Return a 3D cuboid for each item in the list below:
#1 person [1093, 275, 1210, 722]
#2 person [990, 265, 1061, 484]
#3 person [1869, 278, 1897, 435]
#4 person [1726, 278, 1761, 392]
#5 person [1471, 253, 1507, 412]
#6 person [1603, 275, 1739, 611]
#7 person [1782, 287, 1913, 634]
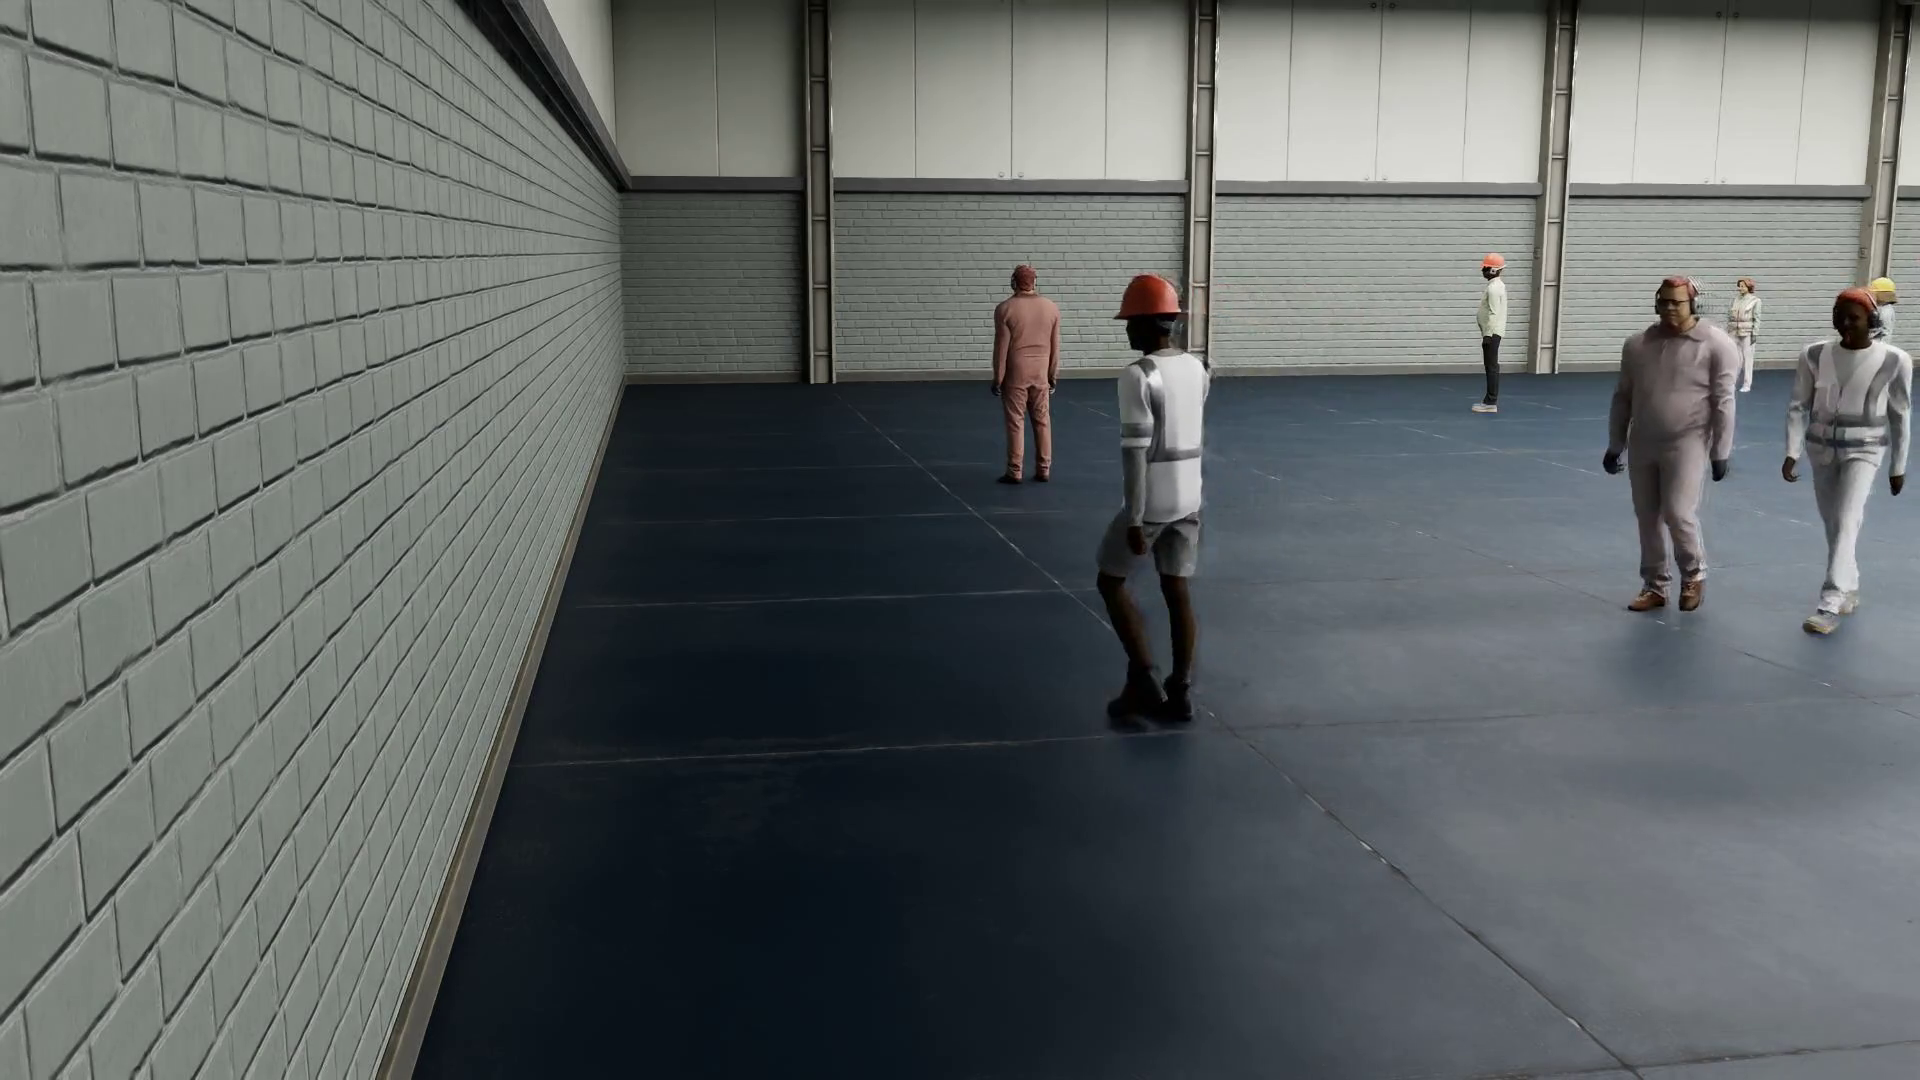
[{"bbox_3d":[0.837,-0.163,7.141,0.567,1.921,0.464,-8,13,-40],"label":"person"},{"bbox_3d":[0.553,-1.440,14.521,0.652,1.906,0.402,-5,11,-26],"label":"person"},{"bbox_3d":[9.748,-1.911,17.702,0.308,1.742,0.493,4,11,21],"label":"person"},{"bbox_3d":[11.290,-2.955,24.007,0.308,1.641,0.514,-6,11,-30],"label":"person"},{"bbox_3d":[6.706,-2.616,21.026,0.375,1.997,0.612,4,11,20],"label":"person"},{"bbox_3d":[3.937,-0.524,9.280,0.421,1.891,0.658,-8,13,-38],"label":"person"},{"bbox_3d":[4.822,-0.449,9.057,0.951,1.840,0.562,-8,13,-39],"label":"person"}]
